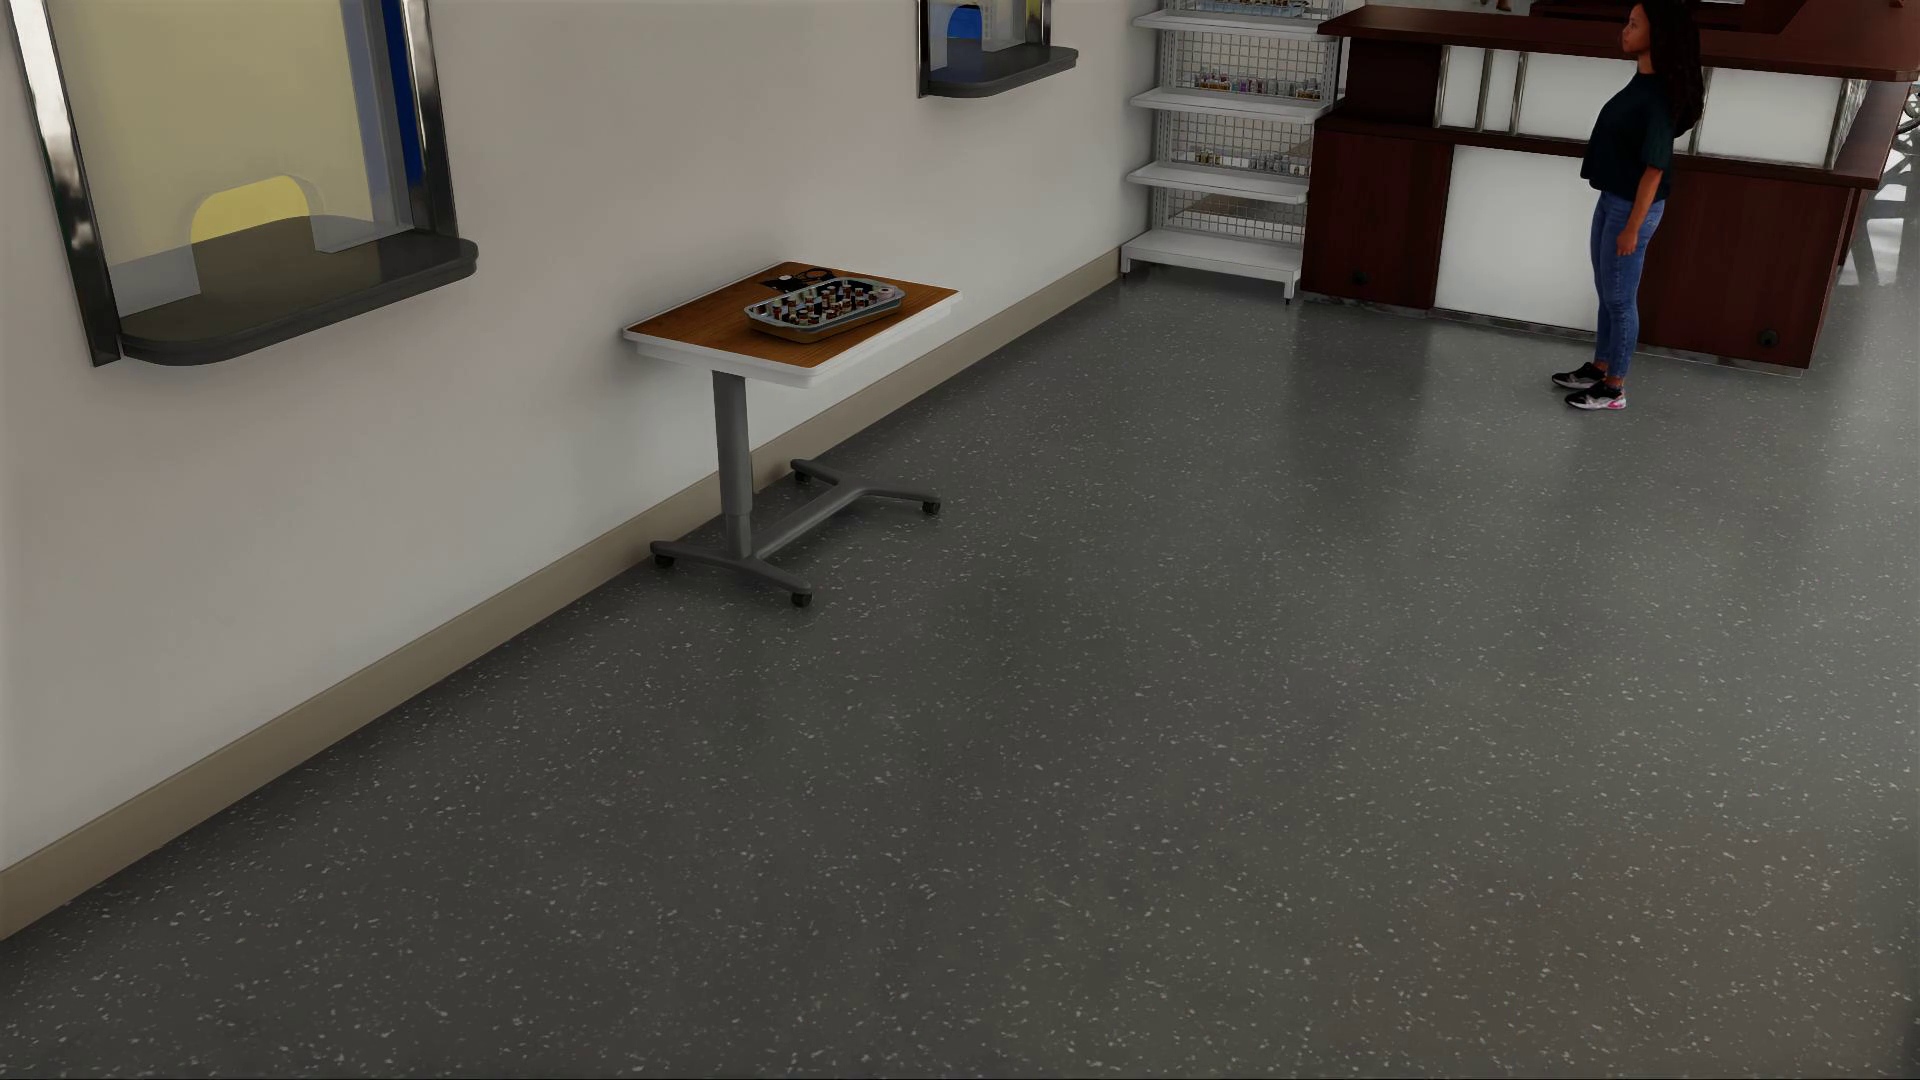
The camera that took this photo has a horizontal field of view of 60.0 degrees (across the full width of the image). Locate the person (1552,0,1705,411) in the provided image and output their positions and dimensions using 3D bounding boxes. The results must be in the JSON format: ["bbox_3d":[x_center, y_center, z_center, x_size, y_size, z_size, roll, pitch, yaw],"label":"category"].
[{"bbox_3d":[2.653,-1.320,6.593,0.704,1.617,0.684,4,26,8],"label":"person"}]

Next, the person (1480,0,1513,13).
[{"bbox_3d":[5.433,-6.162,16.521,0.848,1.716,0.903,-1,26,-1],"label":"person"}]
